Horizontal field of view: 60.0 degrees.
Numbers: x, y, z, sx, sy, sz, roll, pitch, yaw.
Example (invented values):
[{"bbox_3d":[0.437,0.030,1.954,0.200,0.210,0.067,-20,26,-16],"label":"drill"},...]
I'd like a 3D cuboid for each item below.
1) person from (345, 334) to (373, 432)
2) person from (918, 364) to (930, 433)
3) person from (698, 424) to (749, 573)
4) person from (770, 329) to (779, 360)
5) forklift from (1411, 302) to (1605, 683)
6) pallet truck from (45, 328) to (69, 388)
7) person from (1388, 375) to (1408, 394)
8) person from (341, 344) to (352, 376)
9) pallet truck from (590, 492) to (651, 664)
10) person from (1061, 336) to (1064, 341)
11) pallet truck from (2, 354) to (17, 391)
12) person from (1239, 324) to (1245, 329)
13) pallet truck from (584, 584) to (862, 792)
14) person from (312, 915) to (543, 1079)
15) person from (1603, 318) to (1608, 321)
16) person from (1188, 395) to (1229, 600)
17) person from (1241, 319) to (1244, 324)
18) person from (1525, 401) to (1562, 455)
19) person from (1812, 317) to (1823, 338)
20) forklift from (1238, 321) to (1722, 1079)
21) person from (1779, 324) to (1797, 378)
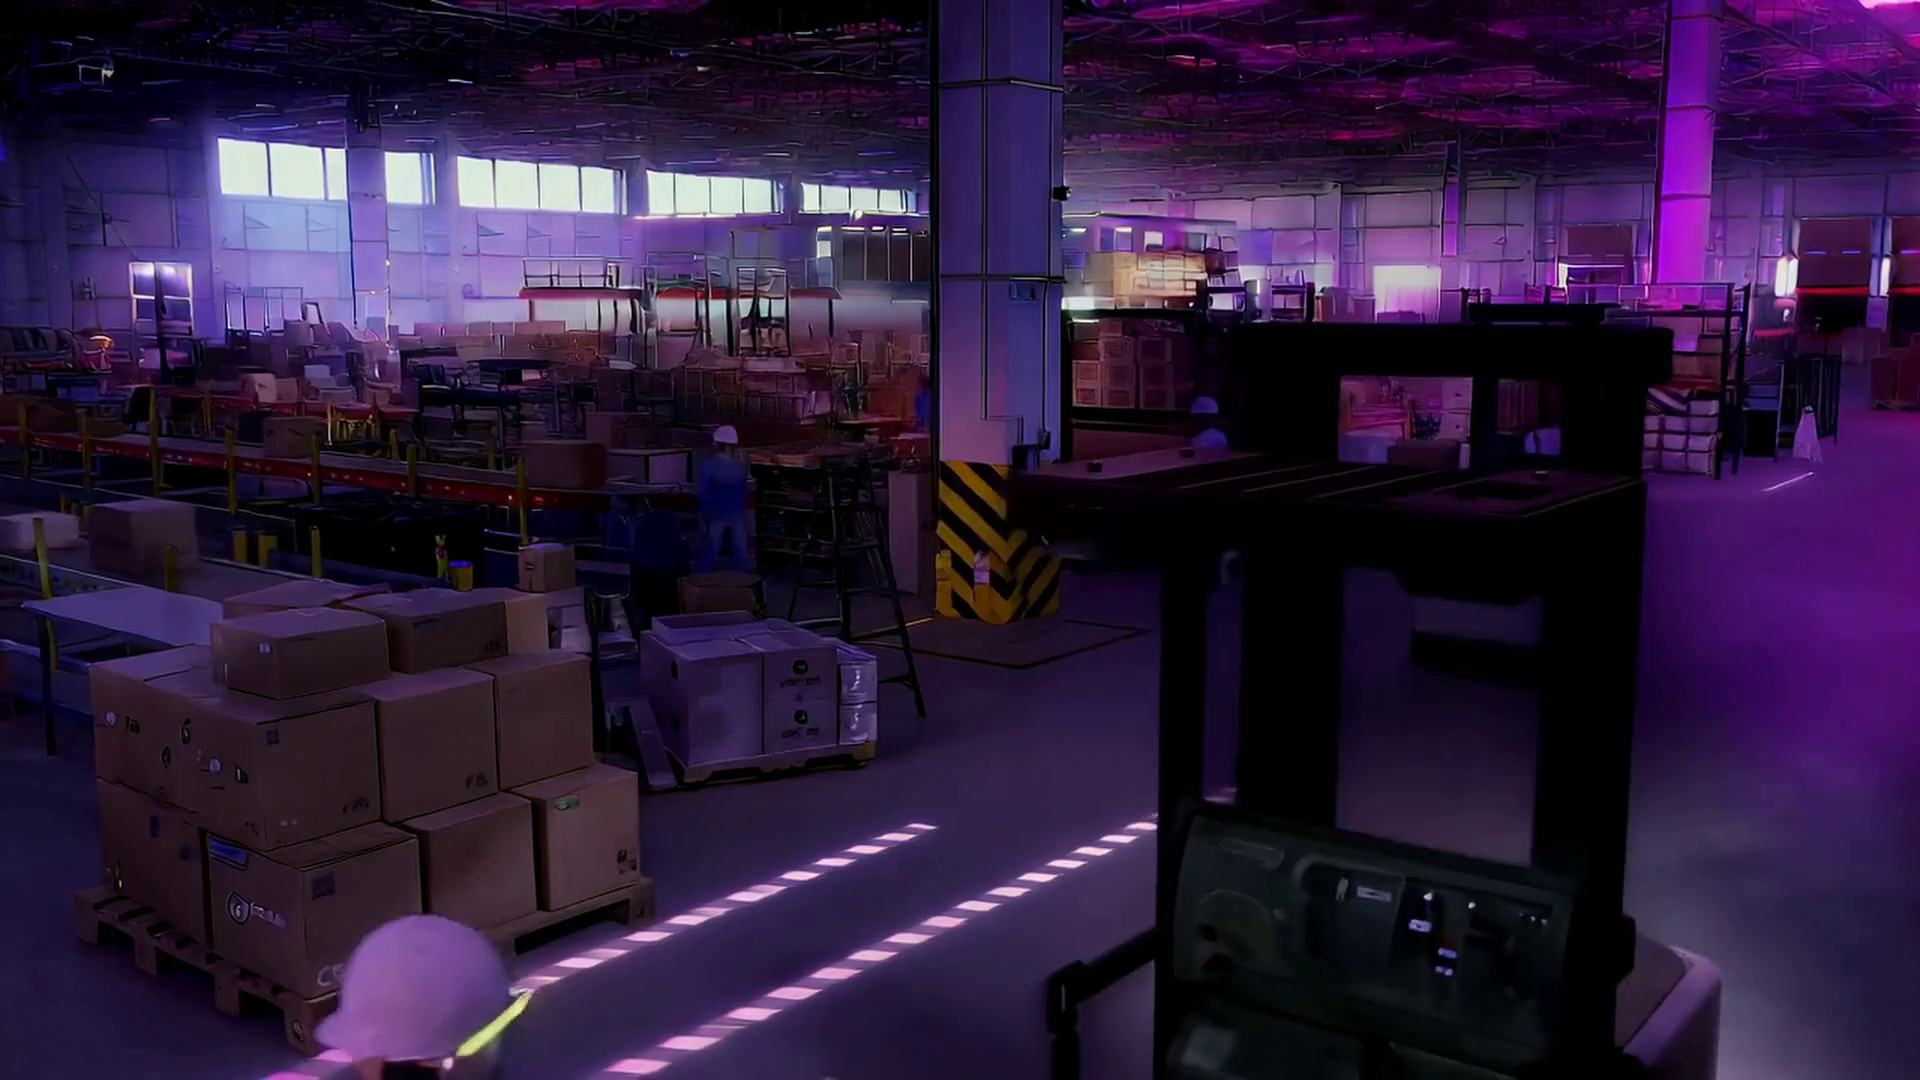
[{"bbox_3d":[-12.566,-3.264,34.710,0.608,2.044,0.370,8,11,42],"label":"person"},{"bbox_3d":[-0.491,-1.843,25.988,0.915,1.779,0.621,-8,12,-44],"label":"person"},{"bbox_3d":[-2.153,-0.200,15.083,0.528,1.730,0.880,-6,10,-34],"label":"person"},{"bbox_3d":[-6.937,-7.214,62.004,0.343,1.846,0.507,5,10,29],"label":"person"},{"bbox_3d":[4.379,-0.438,12.852,1.129,2.768,1.873,7,11,37],"label":"forklift"},{"bbox_3d":[-23.775,-4.544,43.495,1.885,1.965,0.823,6,10,35],"label":"pallet truck"},{"bbox_3d":[9.327,-3.138,35.430,0.502,1.575,0.900,7,11,39],"label":"person"},{"bbox_3d":[-14.964,-4.077,40.785,0.914,1.872,0.646,-8,12,-44],"label":"person"},{"bbox_3d":[-3.115,0.344,12.883,0.653,1.274,1.630,7,11,37],"label":"pallet truck"},{"bbox_3d":[3.443,-6.704,58.947,0.522,1.727,0.888,-7,11,-40],"label":"person"},{"bbox_3d":[-24.881,-4.417,42.634,1.885,1.965,0.823,8,11,41],"label":"pallet truck"},{"bbox_3d":[8.875,-5.897,52.793,0.609,1.948,0.477,-7,11,-41],"label":"person"},{"bbox_3d":[-1.426,0.805,10.019,1.601,1.201,0.680,-4,9,-26],"label":"pallet truck"},{"bbox_3d":[-0.849,1.539,2.663,1.046,1.934,0.643,1,9,9],"label":"person"},{"bbox_3d":[28.375,-8.832,73.017,0.660,1.807,0.872,-3,9,-18],"label":"person"},{"bbox_3d":[2.310,-0.402,15.773,0.354,1.939,0.544,6,10,35],"label":"person"},{"bbox_3d":[14.726,-10.725,85.419,0.614,1.925,0.802,-1,8,-5],"label":"person"},{"bbox_3d":[6.514,-0.695,18.554,0.540,1.696,0.315,-2,9,-14],"label":"person"},{"bbox_3d":[36.559,-8.558,70.964,0.986,1.873,0.606,5,10,28],"label":"person"},{"bbox_3d":[1.146,0.861,4.097,1.129,2.768,1.873,6,11,37],"label":"forklift"},{"bbox_3d":[28.555,-6.461,56.948,0.887,1.833,0.560,6,11,37],"label":"person"}]
